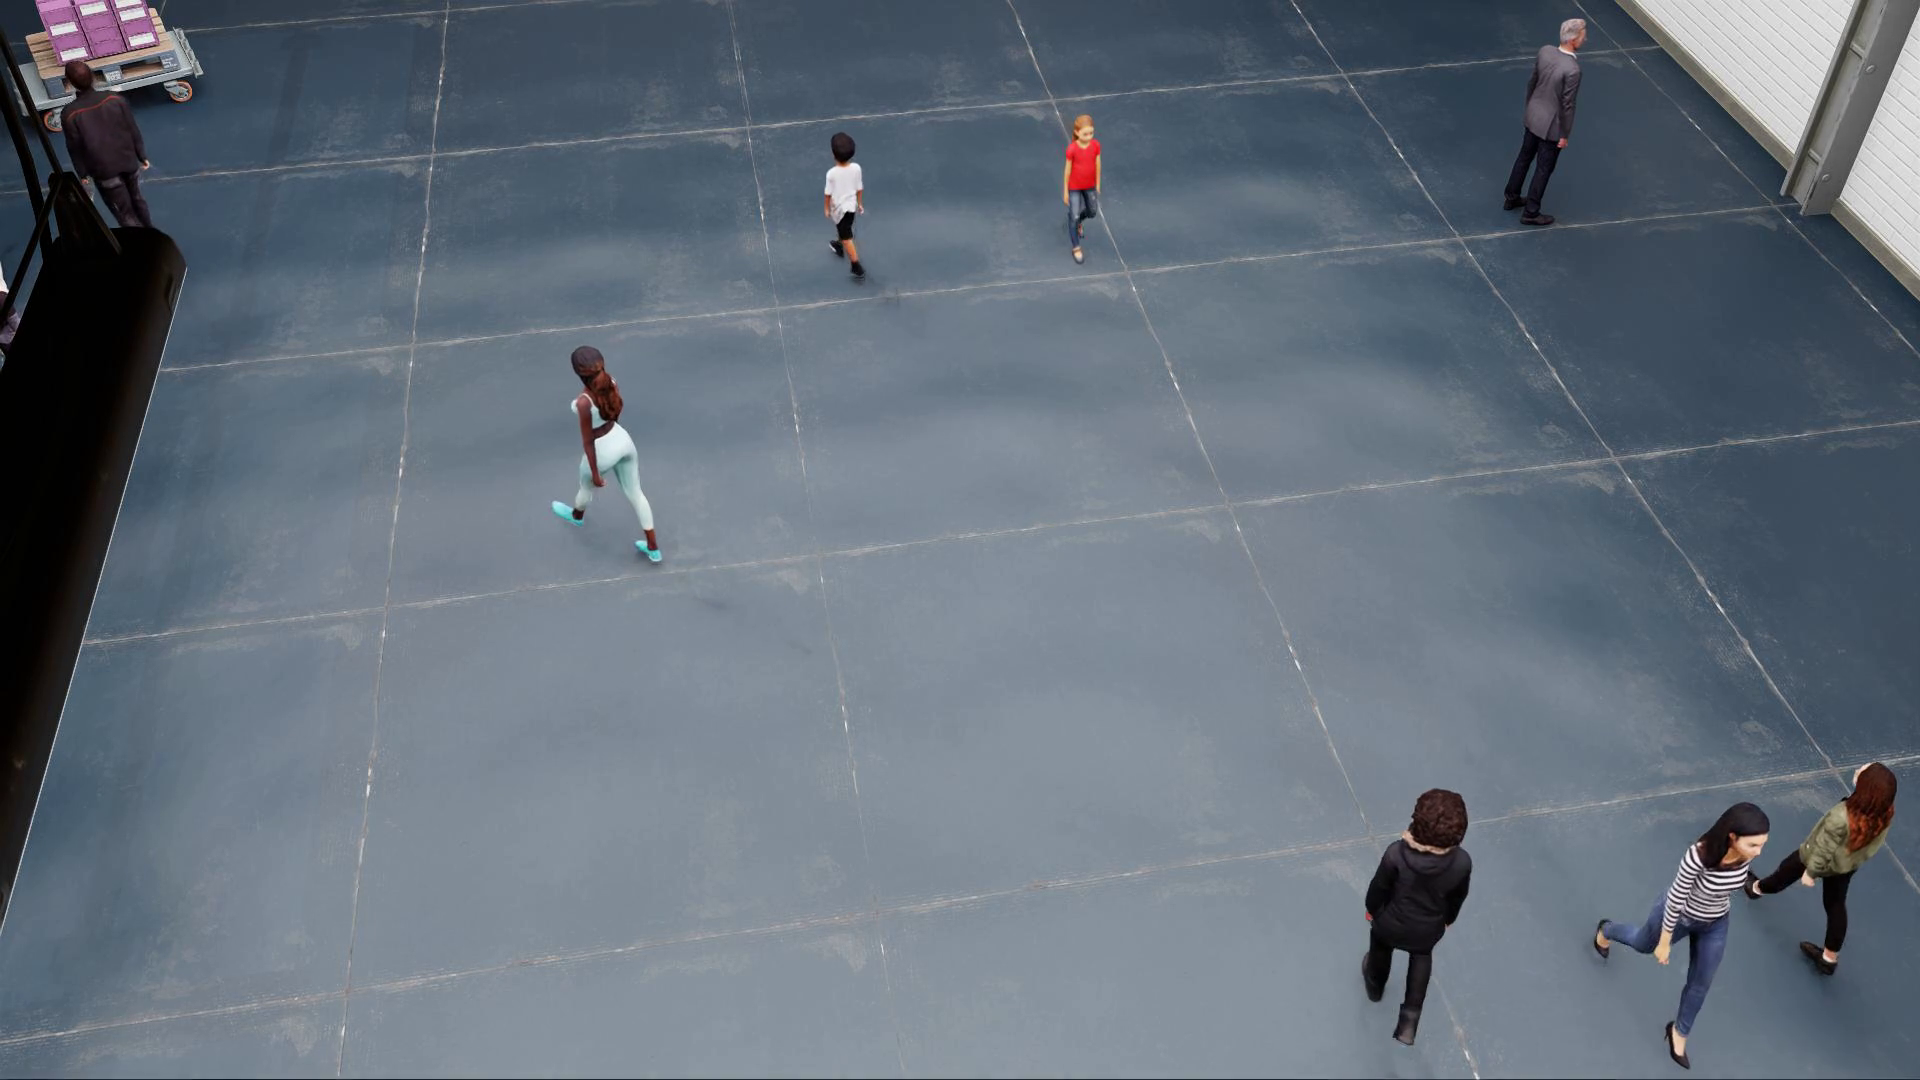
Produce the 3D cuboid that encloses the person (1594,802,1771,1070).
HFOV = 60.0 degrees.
[{"bbox_3d":[3.675,1.906,8.539,0.605,1.760,1.072,-8,44,-9],"label":"person"}]

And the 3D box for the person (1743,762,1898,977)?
[{"bbox_3d":[4.722,1.764,8.920,0.709,1.438,1.041,-13,45,-14],"label":"person"}]

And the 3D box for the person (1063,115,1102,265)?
[{"bbox_3d":[1.004,-3.010,14.033,0.534,1.299,0.706,-12,45,-12],"label":"person"}]

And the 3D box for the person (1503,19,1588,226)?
[{"bbox_3d":[5.048,-3.601,14.264,0.829,1.837,0.591,-15,46,-15],"label":"person"}]

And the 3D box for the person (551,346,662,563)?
[{"bbox_3d":[-2.290,-0.532,11.153,1.143,1.683,1.065,25,49,24],"label":"person"}]

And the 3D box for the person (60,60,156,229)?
[{"bbox_3d":[-6.933,-3.035,13.682,1.192,1.818,1.099,31,51,28],"label":"person"}]

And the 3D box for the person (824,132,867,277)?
[{"bbox_3d":[-0.943,-2.767,13.817,0.692,1.245,0.927,-24,48,-23],"label":"person"}]

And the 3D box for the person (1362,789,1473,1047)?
[{"bbox_3d":[2.313,1.955,8.482,0.781,1.767,0.999,4,44,4],"label":"person"}]
